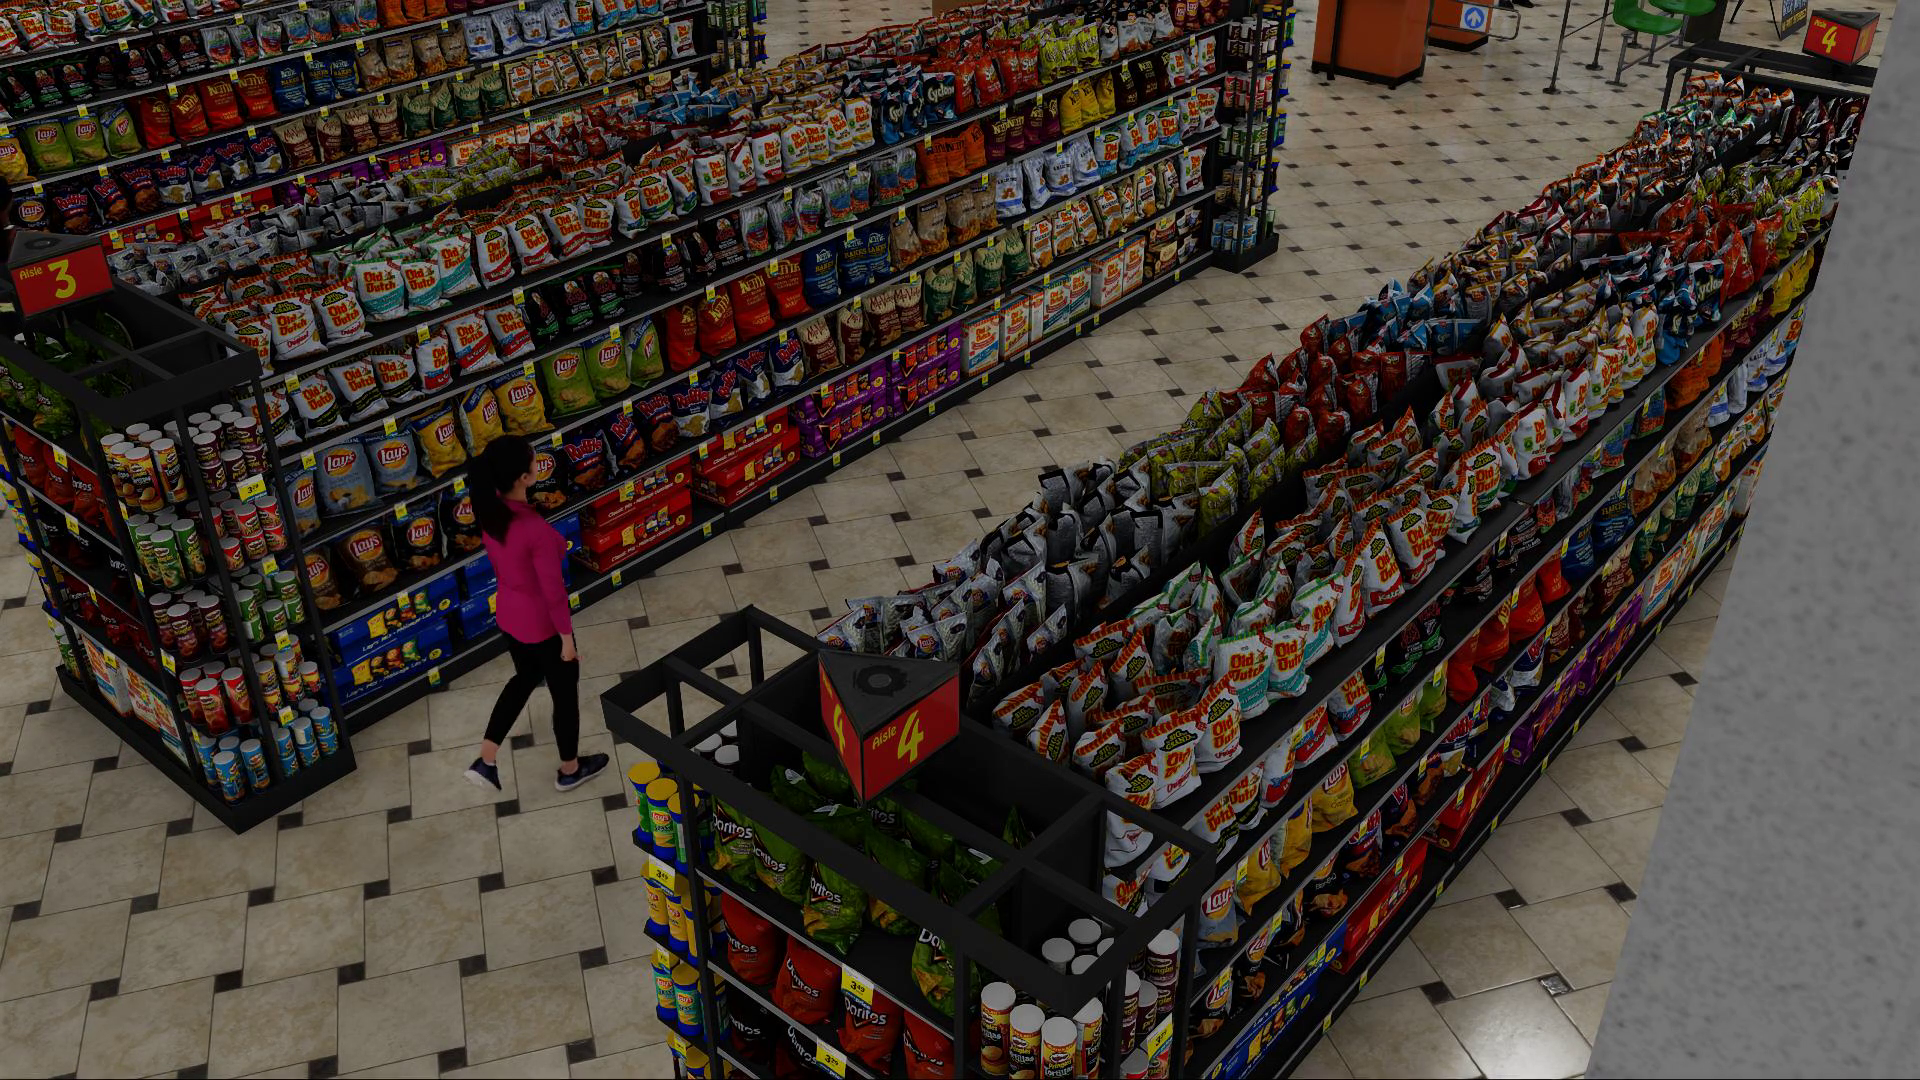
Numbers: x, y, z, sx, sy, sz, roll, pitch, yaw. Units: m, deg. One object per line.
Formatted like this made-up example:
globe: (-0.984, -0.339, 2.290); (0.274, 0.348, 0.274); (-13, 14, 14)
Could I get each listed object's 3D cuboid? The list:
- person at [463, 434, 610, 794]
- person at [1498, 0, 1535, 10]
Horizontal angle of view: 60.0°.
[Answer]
person: (-1.754, 0.364, 6.563); (0.595, 1.685, 0.848); (22, 38, 32)
person: (6.019, -6.589, 17.609); (0.683, 1.820, 0.811); (-11, 34, -18)
